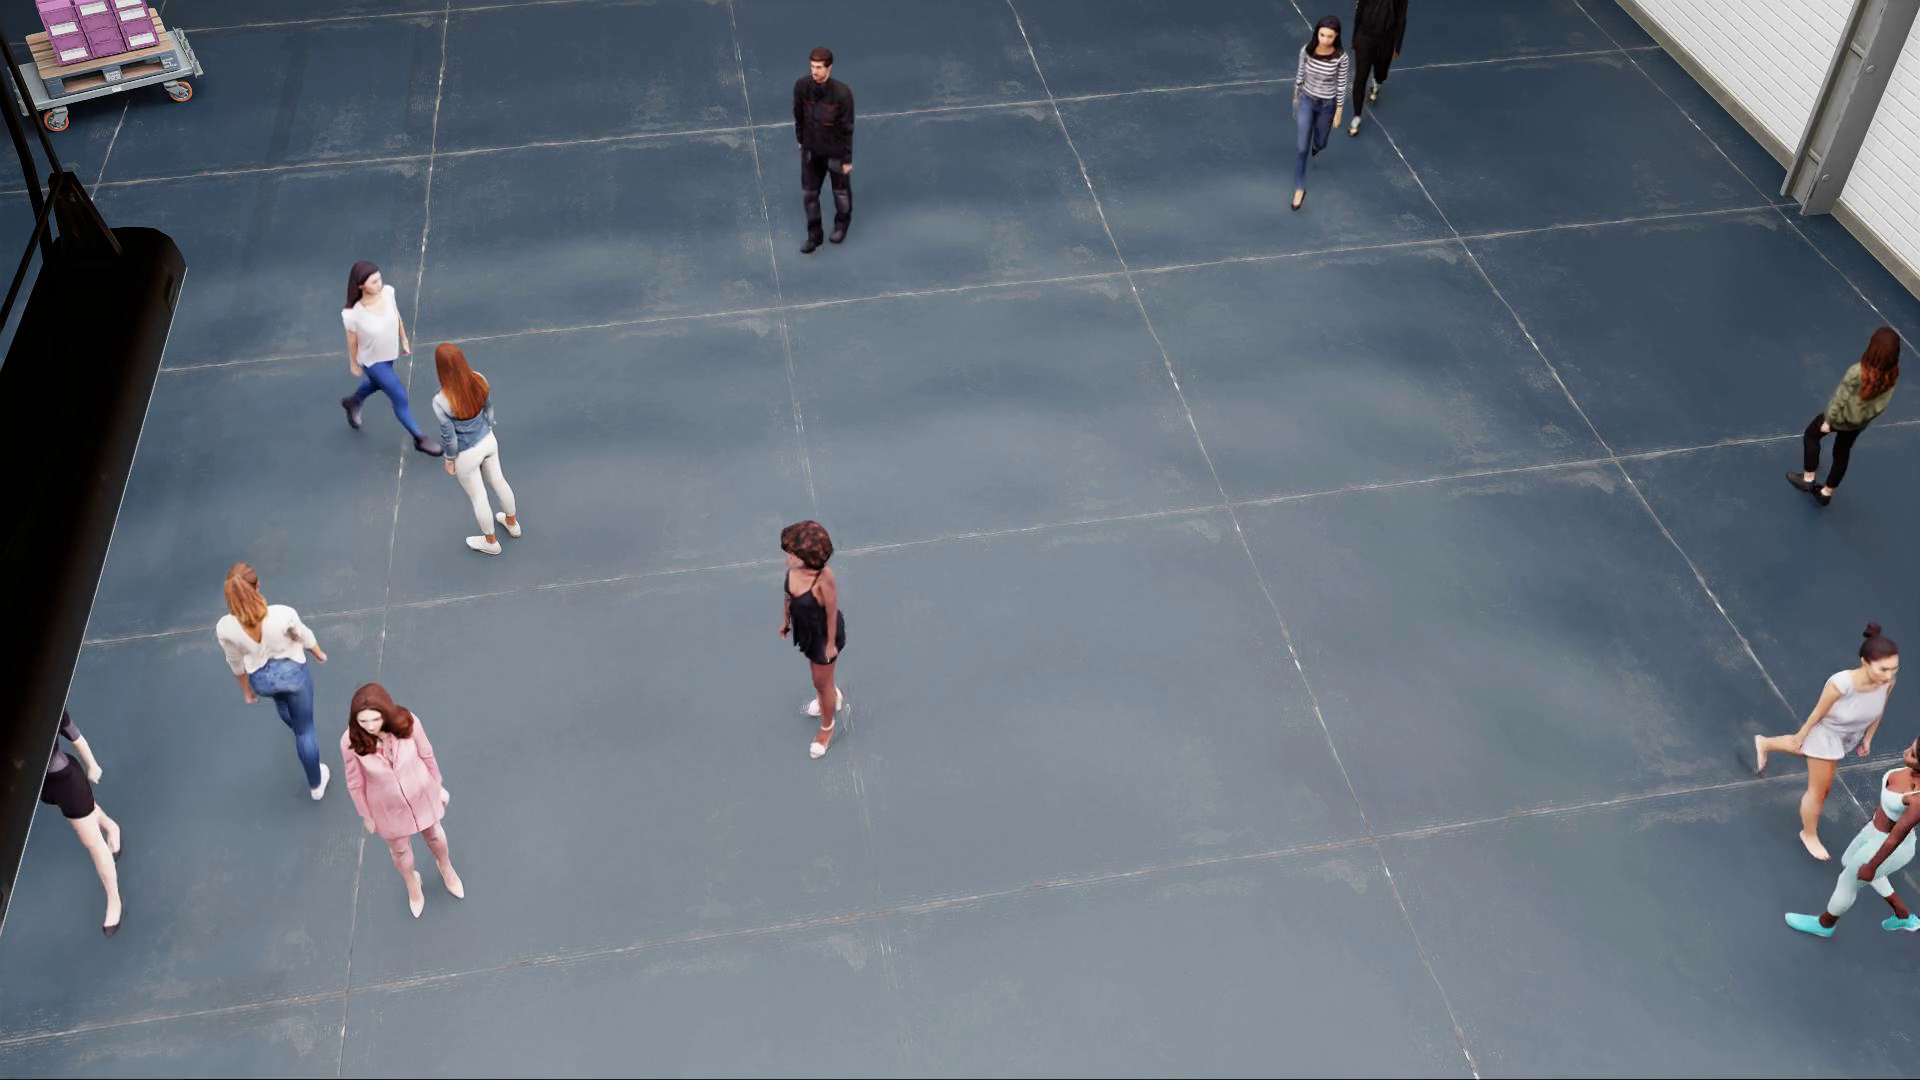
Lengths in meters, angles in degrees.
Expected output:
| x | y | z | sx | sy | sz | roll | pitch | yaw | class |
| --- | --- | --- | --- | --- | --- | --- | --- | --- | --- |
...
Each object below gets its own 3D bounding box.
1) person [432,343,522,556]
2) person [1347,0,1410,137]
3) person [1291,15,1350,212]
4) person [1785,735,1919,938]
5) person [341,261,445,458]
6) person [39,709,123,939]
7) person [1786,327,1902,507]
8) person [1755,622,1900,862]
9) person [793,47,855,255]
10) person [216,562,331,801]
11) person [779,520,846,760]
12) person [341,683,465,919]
| x | y | z | sx | sy | sz | roll | pitch | yaw | class |
| --- | --- | --- | --- | --- | --- | --- | --- | --- | --- |
| -3.276 | -0.613 | 11.225 | 0.744 | 1.701 | 0.674 | 24 | 48 | 23 | person |
| 3.887 | -4.713 | 15.467 | 0.939 | 1.786 | 1.127 | 13 | 45 | 14 | person |
| 3.119 | -3.778 | 14.502 | 0.923 | 1.764 | 1.123 | 14 | 45 | 14 | person |
| 4.992 | 1.646 | 8.846 | 0.912 | 1.712 | 0.885 | 20 | 47 | 20 | person |
| -4.284 | -1.314 | 12.014 | 1.108 | 1.628 | 1.169 | 18 | 47 | 18 | person |
| -4.970 | 1.266 | 9.187 | 0.590 | 1.792 | 1.032 | -6 | 44 | -6 | person |
| 6.243 | -0.816 | 11.611 | 0.596 | 1.464 | 0.567 | -8 | 44 | -8 | person |
| 4.969 | 1.052 | 9.566 | 0.663 | 1.580 | 1.088 | -12 | 45 | -12 | person |
| -1.080 | -3.330 | 13.990 | 0.940 | 1.821 | 1.000 | 14 | 45 | 15 | person |
| -3.952 | 0.880 | 9.660 | 0.619 | 1.698 | 0.897 | -6 | 44 | -6 | person |
| -0.841 | 0.510 | 9.991 | 0.783 | 1.778 | 0.730 | -28 | 50 | -26 | person |
| -3.027 | 1.394 | 9.047 | 0.681 | 1.800 | 0.633 | -20 | 47 | -20 | person |
